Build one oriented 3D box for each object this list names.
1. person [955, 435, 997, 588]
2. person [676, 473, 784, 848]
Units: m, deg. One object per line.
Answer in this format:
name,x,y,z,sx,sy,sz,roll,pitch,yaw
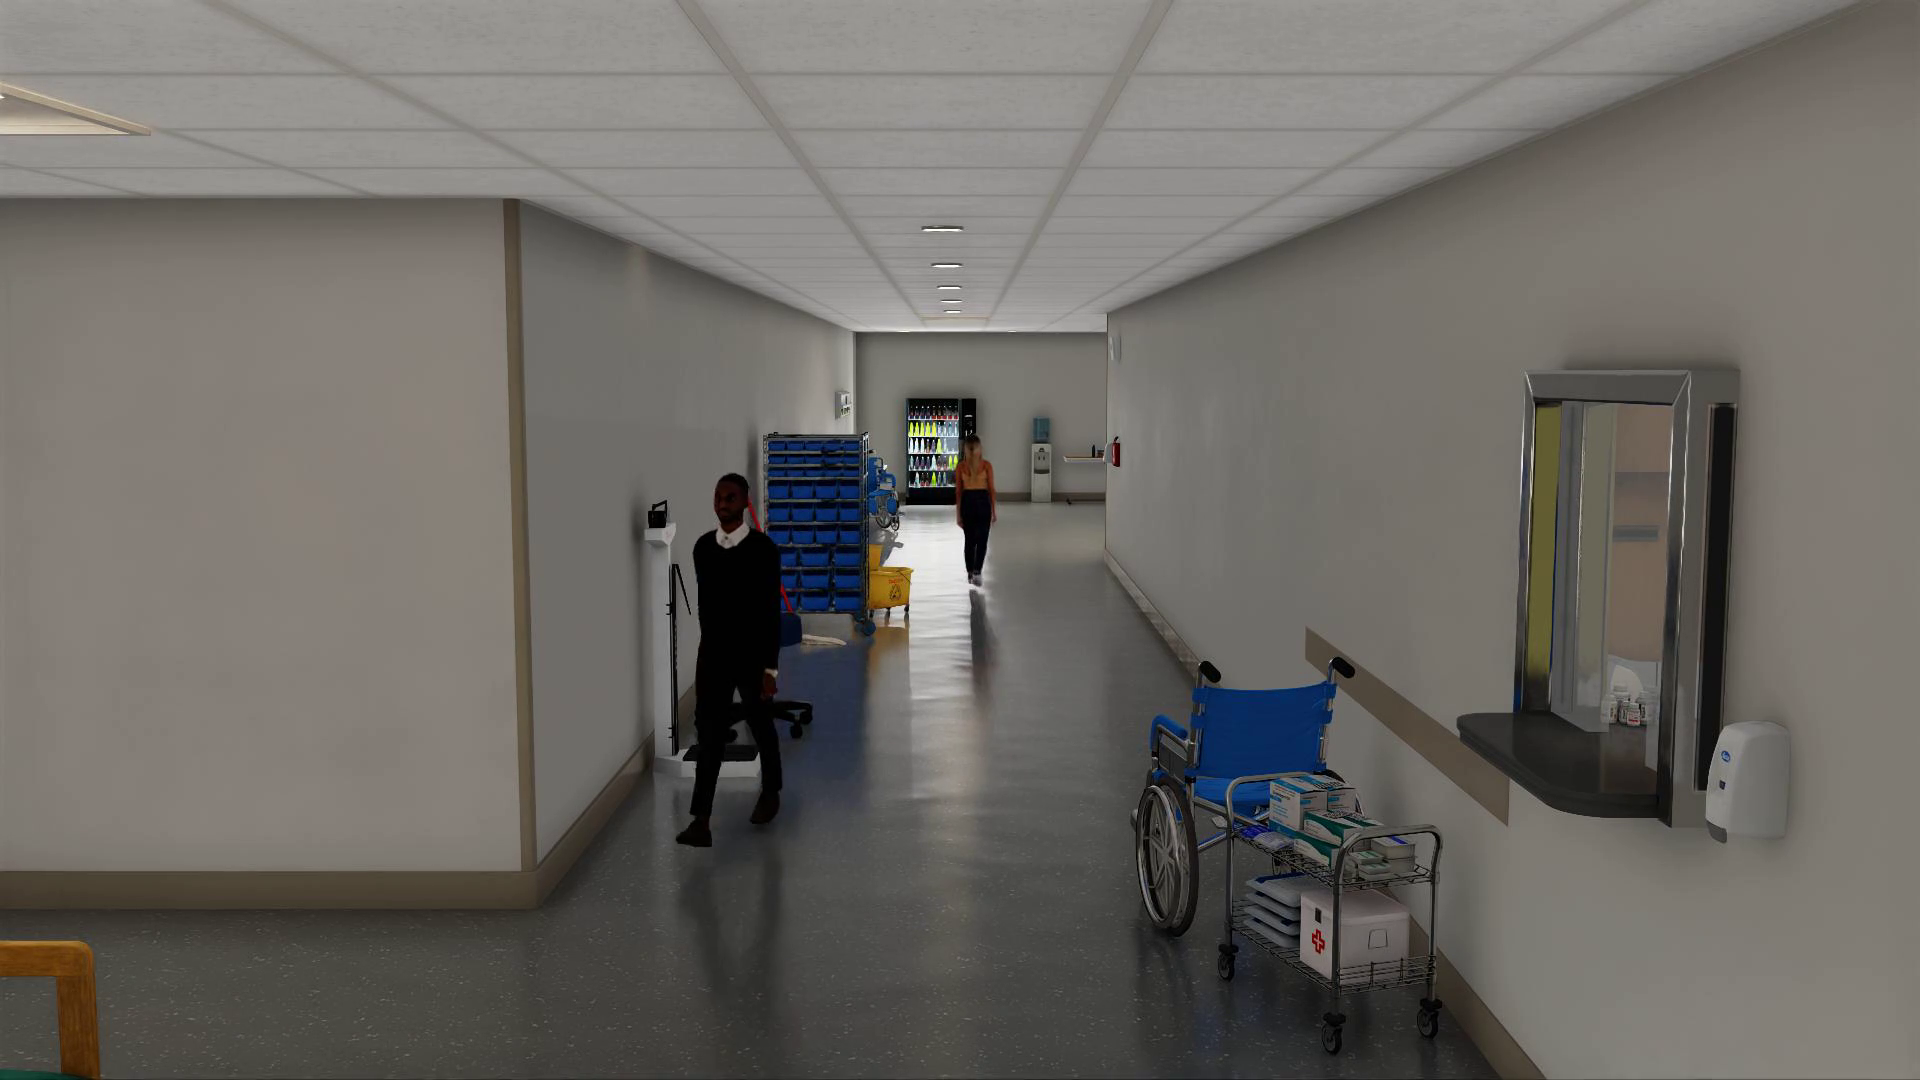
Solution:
person,0.177,-0.285,17.549,0.968,1.605,0.732,1,6,8
person,-1.040,0.586,8.134,1.224,1.755,0.912,1,6,14
